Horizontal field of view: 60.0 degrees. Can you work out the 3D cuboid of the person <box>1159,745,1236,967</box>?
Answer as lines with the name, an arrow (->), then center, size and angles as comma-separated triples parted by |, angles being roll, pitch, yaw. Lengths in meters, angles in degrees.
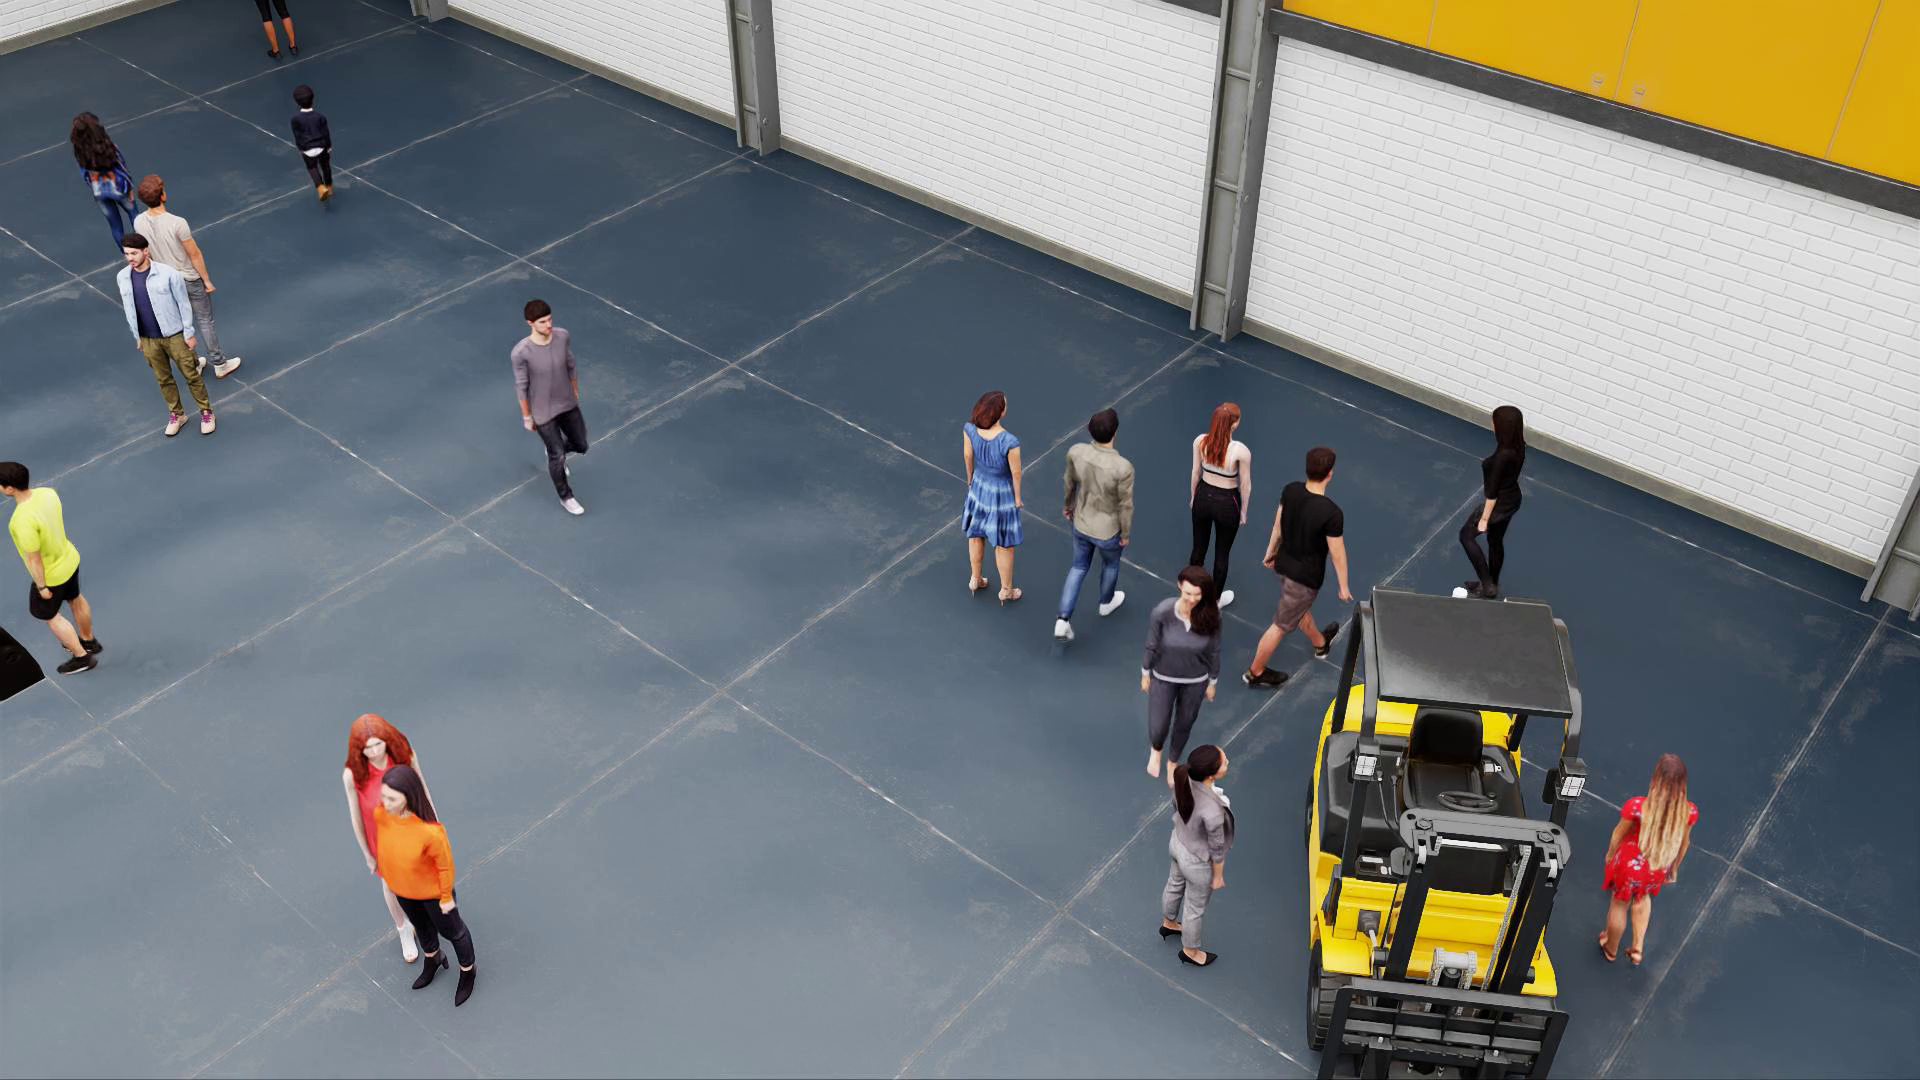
person -> 1.323, 1.775, 9.404 | 0.774, 1.679, 0.672 | -16, 41, -19

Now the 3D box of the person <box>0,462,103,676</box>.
person -> -6.179, 0.155, 11.414 | 0.801, 1.702, 0.762 | 1, 39, 2

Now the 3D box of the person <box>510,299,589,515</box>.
person -> -3.192, -1.063, 12.831 | 0.731, 1.836, 0.880 | -31, 48, -33

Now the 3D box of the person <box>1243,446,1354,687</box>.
person -> 2.211, 0.239, 11.226 | 1.076, 1.804, 1.173 | -19, 42, -22

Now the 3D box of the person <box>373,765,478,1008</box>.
person -> -2.965, 1.895, 9.197 | 0.583, 1.748, 0.733 | 16, 41, 19

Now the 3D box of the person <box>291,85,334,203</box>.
person -> -6.634, -4.057, 17.075 | 0.656, 1.218, 0.789 | -17, 42, -21

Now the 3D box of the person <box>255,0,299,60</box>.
person -> -8.312, -6.657, 19.906 | 0.641, 1.748, 0.595 | -28, 46, -30

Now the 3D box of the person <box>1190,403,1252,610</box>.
person -> 1.825, -0.236, 11.870 | 0.494, 1.742, 0.680 | 20, 43, 23

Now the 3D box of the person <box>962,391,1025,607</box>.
person -> 0.243, -0.297, 11.896 | 0.546, 1.806, 0.754 | 22, 43, 25

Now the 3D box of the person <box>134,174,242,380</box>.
person -> -6.682, -2.238, 14.252 | 0.703, 1.898, 0.798 | 2, 39, 3

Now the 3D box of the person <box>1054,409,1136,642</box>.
person -> 0.910, -0.066, 11.575 | 1.072, 1.844, 0.874 | 20, 43, 23

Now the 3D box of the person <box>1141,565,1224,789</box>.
person -> 1.378, 0.809, 10.544 | 0.734, 1.764, 0.805 | 0, 39, 0

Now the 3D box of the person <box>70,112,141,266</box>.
person -> -8.064, -3.263, 15.770 | 0.782, 1.606, 0.839 | -8, 39, -10

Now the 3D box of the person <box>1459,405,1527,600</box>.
person -> 3.931, -0.212, 11.936 | 0.611, 1.624, 0.614 | 30, 48, 32

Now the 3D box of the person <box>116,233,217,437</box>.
person -> -6.527, -1.689, 13.634 | 0.747, 1.812, 0.813 | -2, 39, -3

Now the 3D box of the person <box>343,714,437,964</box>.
person -> -3.177, 1.667, 9.419 | 0.647, 1.828, 0.600 | -23, 44, -26

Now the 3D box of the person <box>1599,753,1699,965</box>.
person -> 3.833, 1.883, 9.344 | 0.749, 1.583, 0.800 | 3, 39, 4
